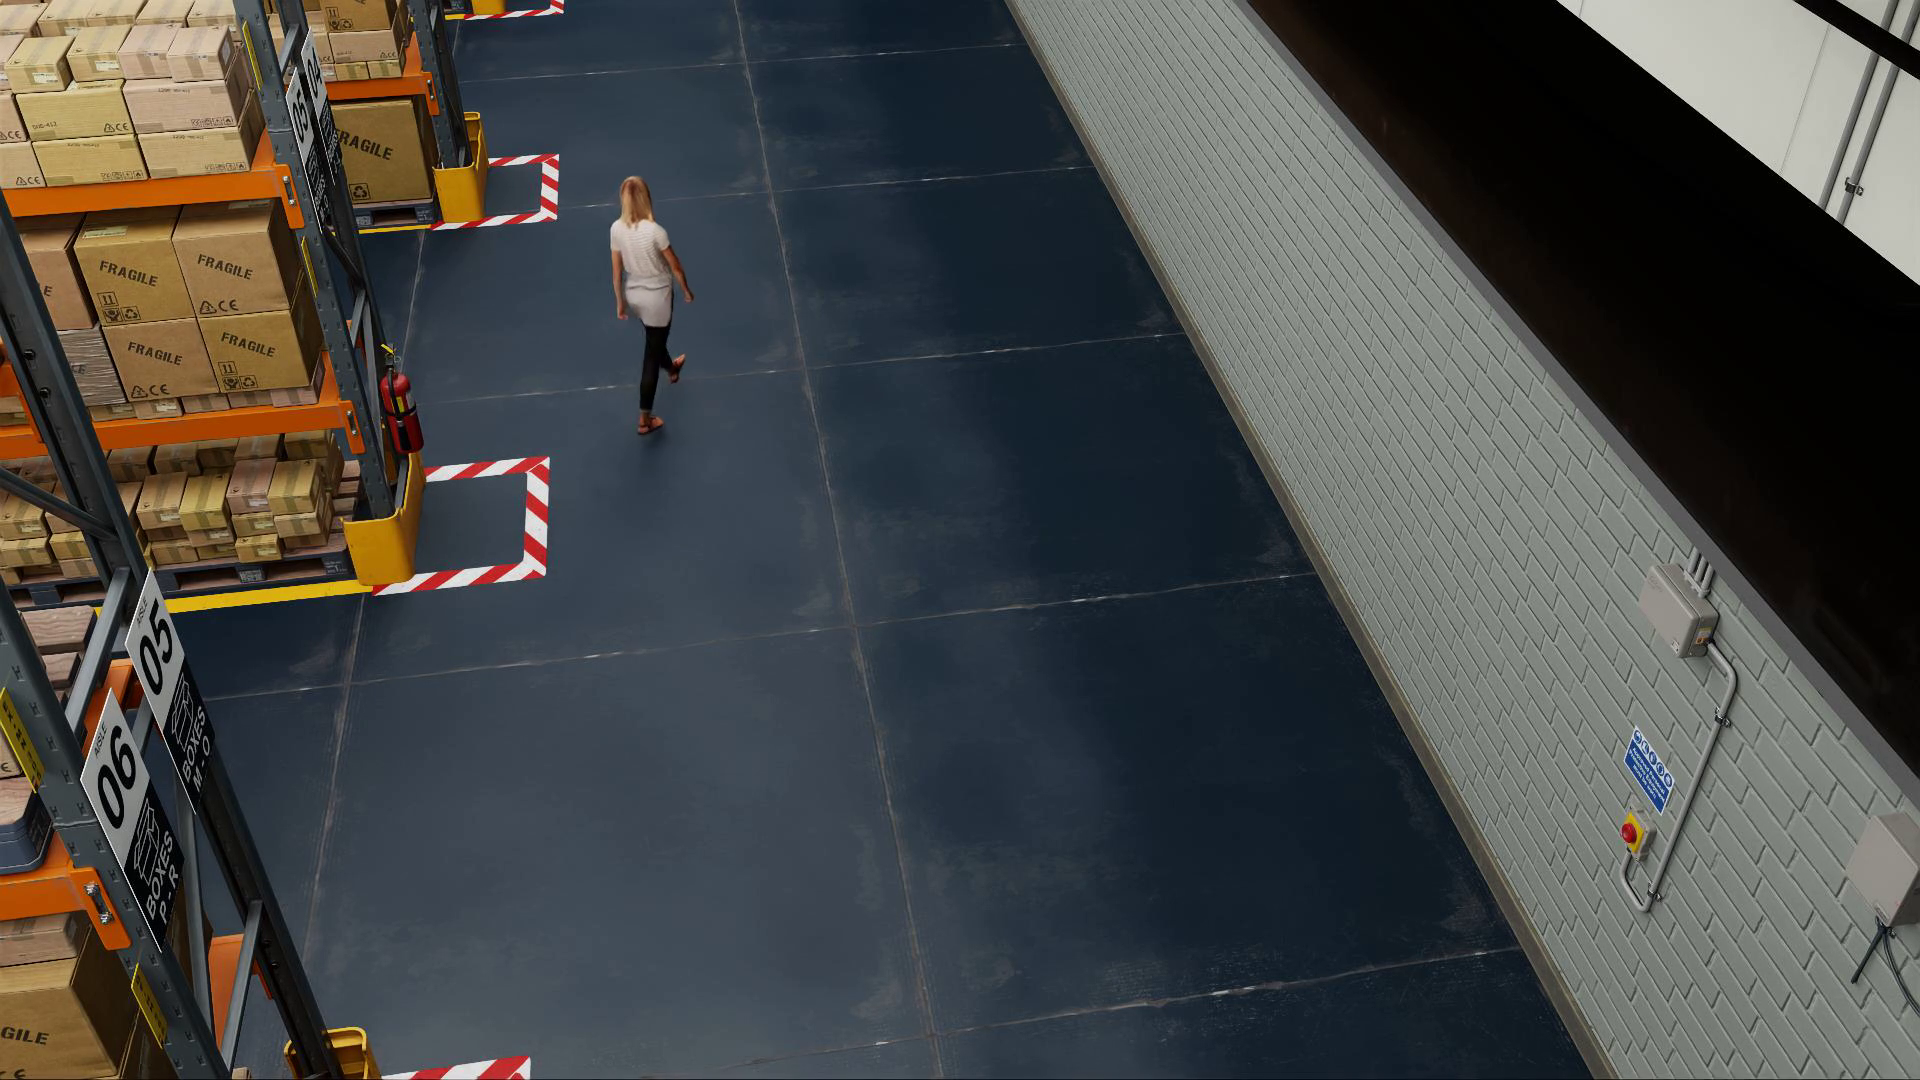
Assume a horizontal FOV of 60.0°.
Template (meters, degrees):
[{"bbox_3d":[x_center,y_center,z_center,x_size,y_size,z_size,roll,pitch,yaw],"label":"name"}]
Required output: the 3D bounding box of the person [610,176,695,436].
[{"bbox_3d":[-2.160,-1.561,11.432,1.207,1.771,1.064,12,40,14],"label":"person"}]
